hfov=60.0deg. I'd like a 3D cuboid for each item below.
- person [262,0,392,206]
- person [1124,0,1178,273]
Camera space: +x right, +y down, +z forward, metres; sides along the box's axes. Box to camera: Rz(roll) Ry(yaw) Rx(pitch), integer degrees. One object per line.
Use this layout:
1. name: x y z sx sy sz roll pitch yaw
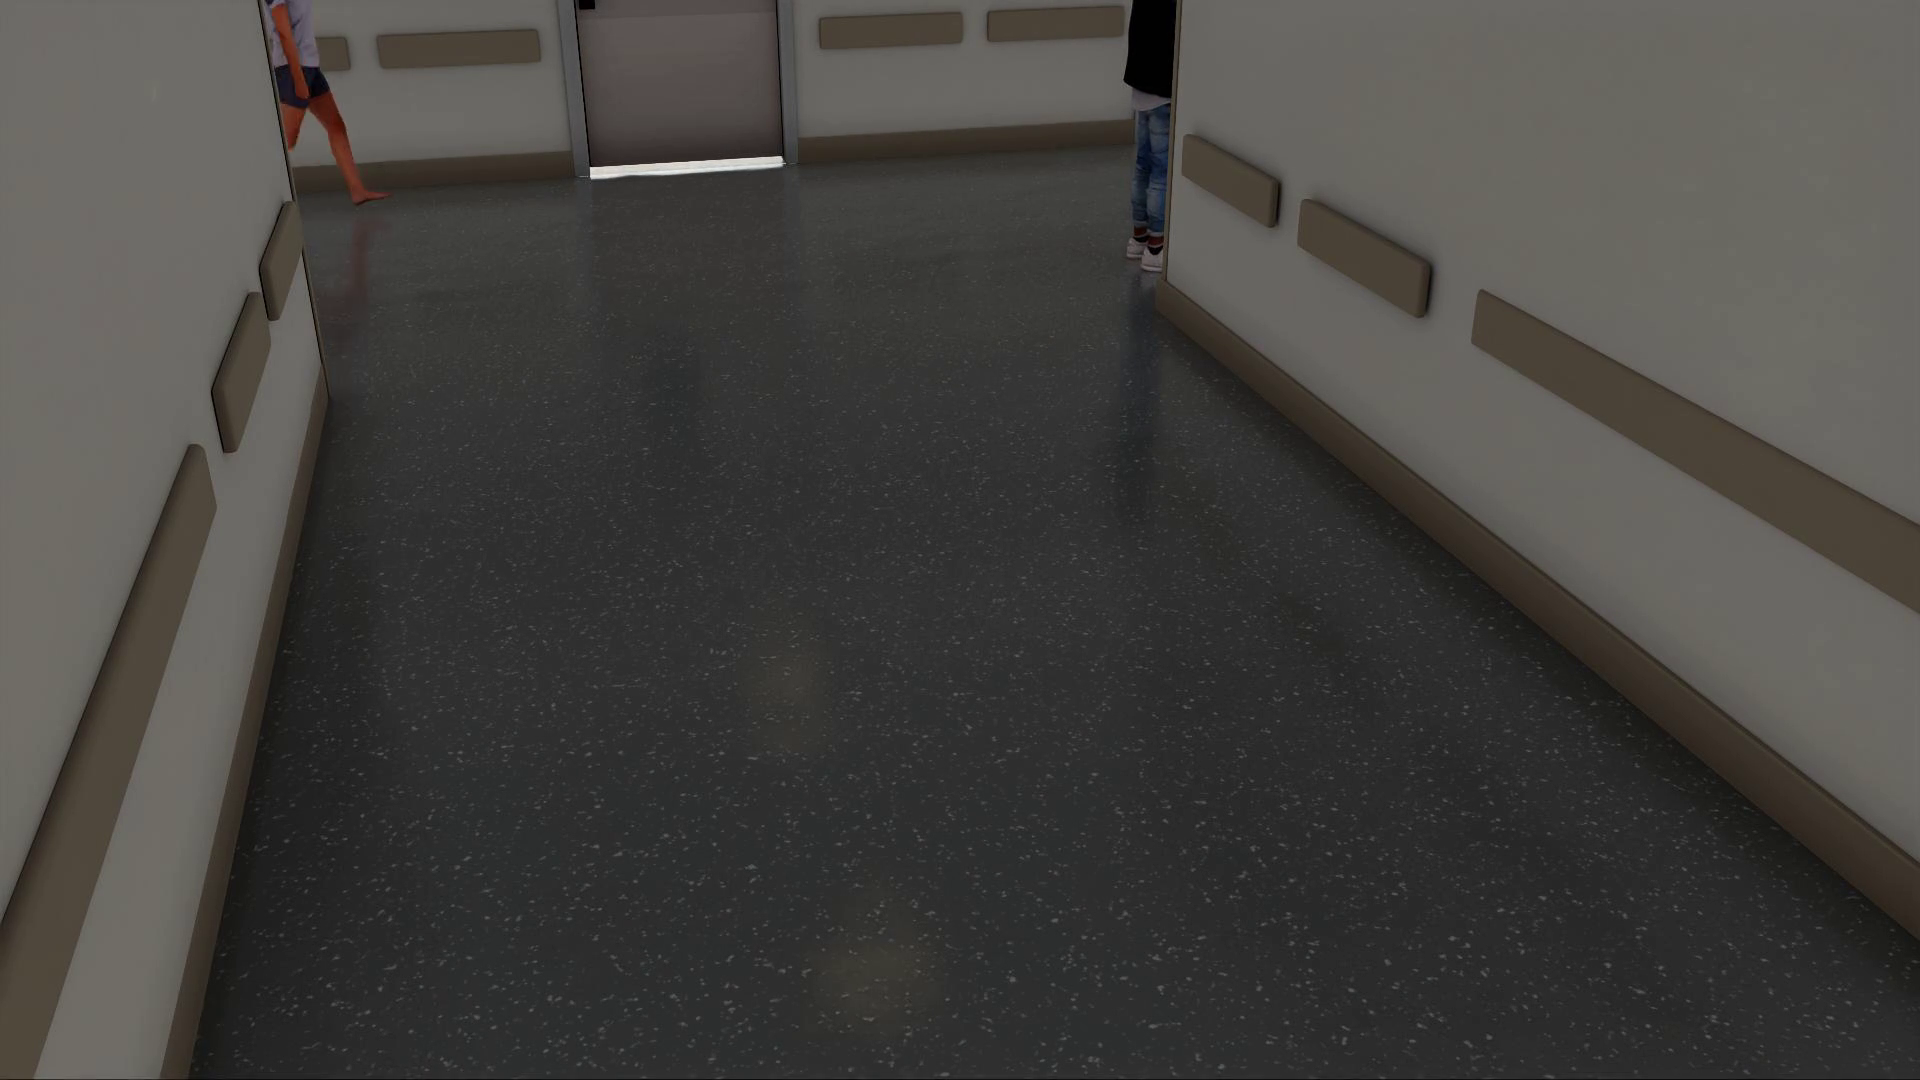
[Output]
1. person: -3.787 -2.590 9.264 1.050 1.583 0.618 -5 26 -11
2. person: 1.014 -2.220 8.381 0.605 1.683 0.702 -5 26 -10
